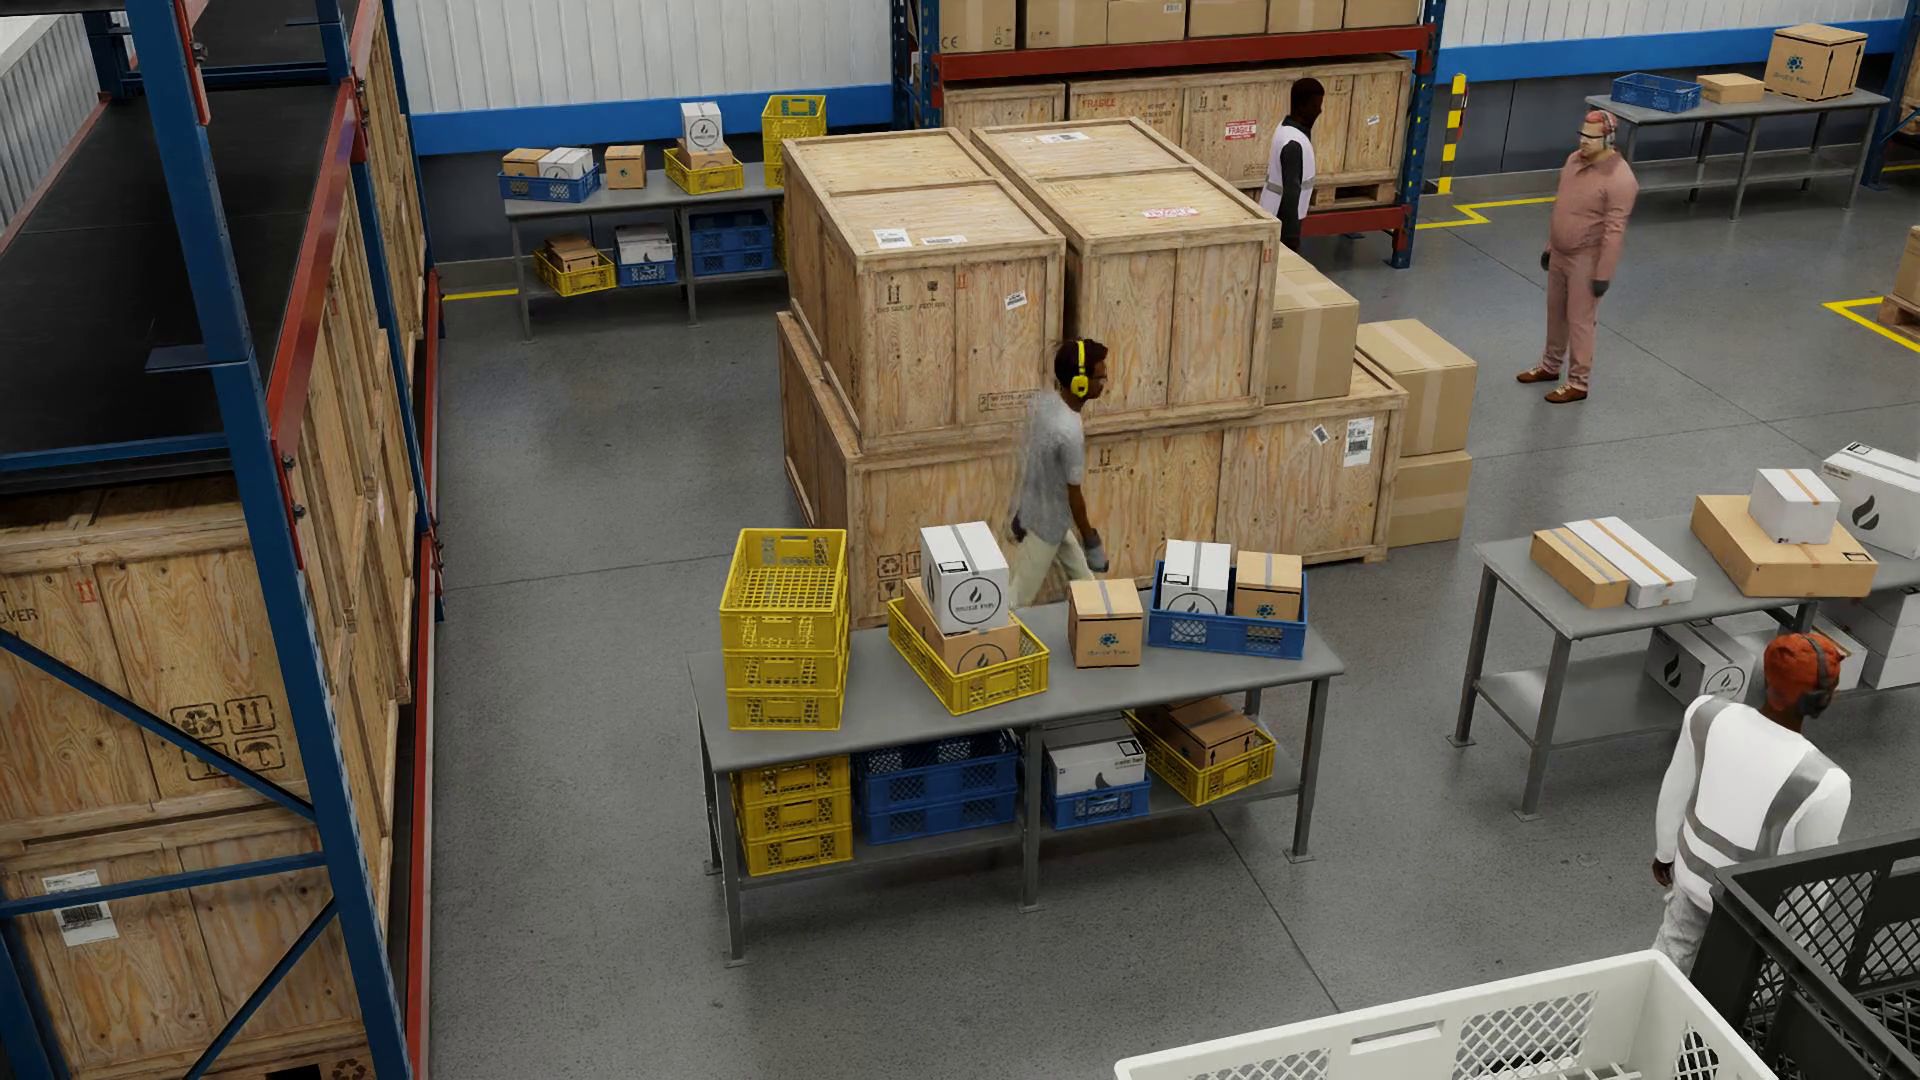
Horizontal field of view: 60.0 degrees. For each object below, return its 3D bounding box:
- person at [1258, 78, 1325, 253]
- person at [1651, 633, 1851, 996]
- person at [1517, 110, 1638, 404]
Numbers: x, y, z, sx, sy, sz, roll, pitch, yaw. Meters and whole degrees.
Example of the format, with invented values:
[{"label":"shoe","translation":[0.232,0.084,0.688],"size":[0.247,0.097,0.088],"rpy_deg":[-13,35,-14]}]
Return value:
[{"label":"person","translation":[2.235,-2.202,11.395],"size":[0.392,1.914,0.587],"rpy_deg":[3,29,5]},{"label":"person","translation":[2.500,1.126,5.385],"size":[0.339,1.882,0.581],"rpy_deg":[-16,33,-26]},{"label":"person","translation":[3.983,-1.824,10.730],"size":[0.400,1.900,0.651],"rpy_deg":[-6,30,-12]}]
